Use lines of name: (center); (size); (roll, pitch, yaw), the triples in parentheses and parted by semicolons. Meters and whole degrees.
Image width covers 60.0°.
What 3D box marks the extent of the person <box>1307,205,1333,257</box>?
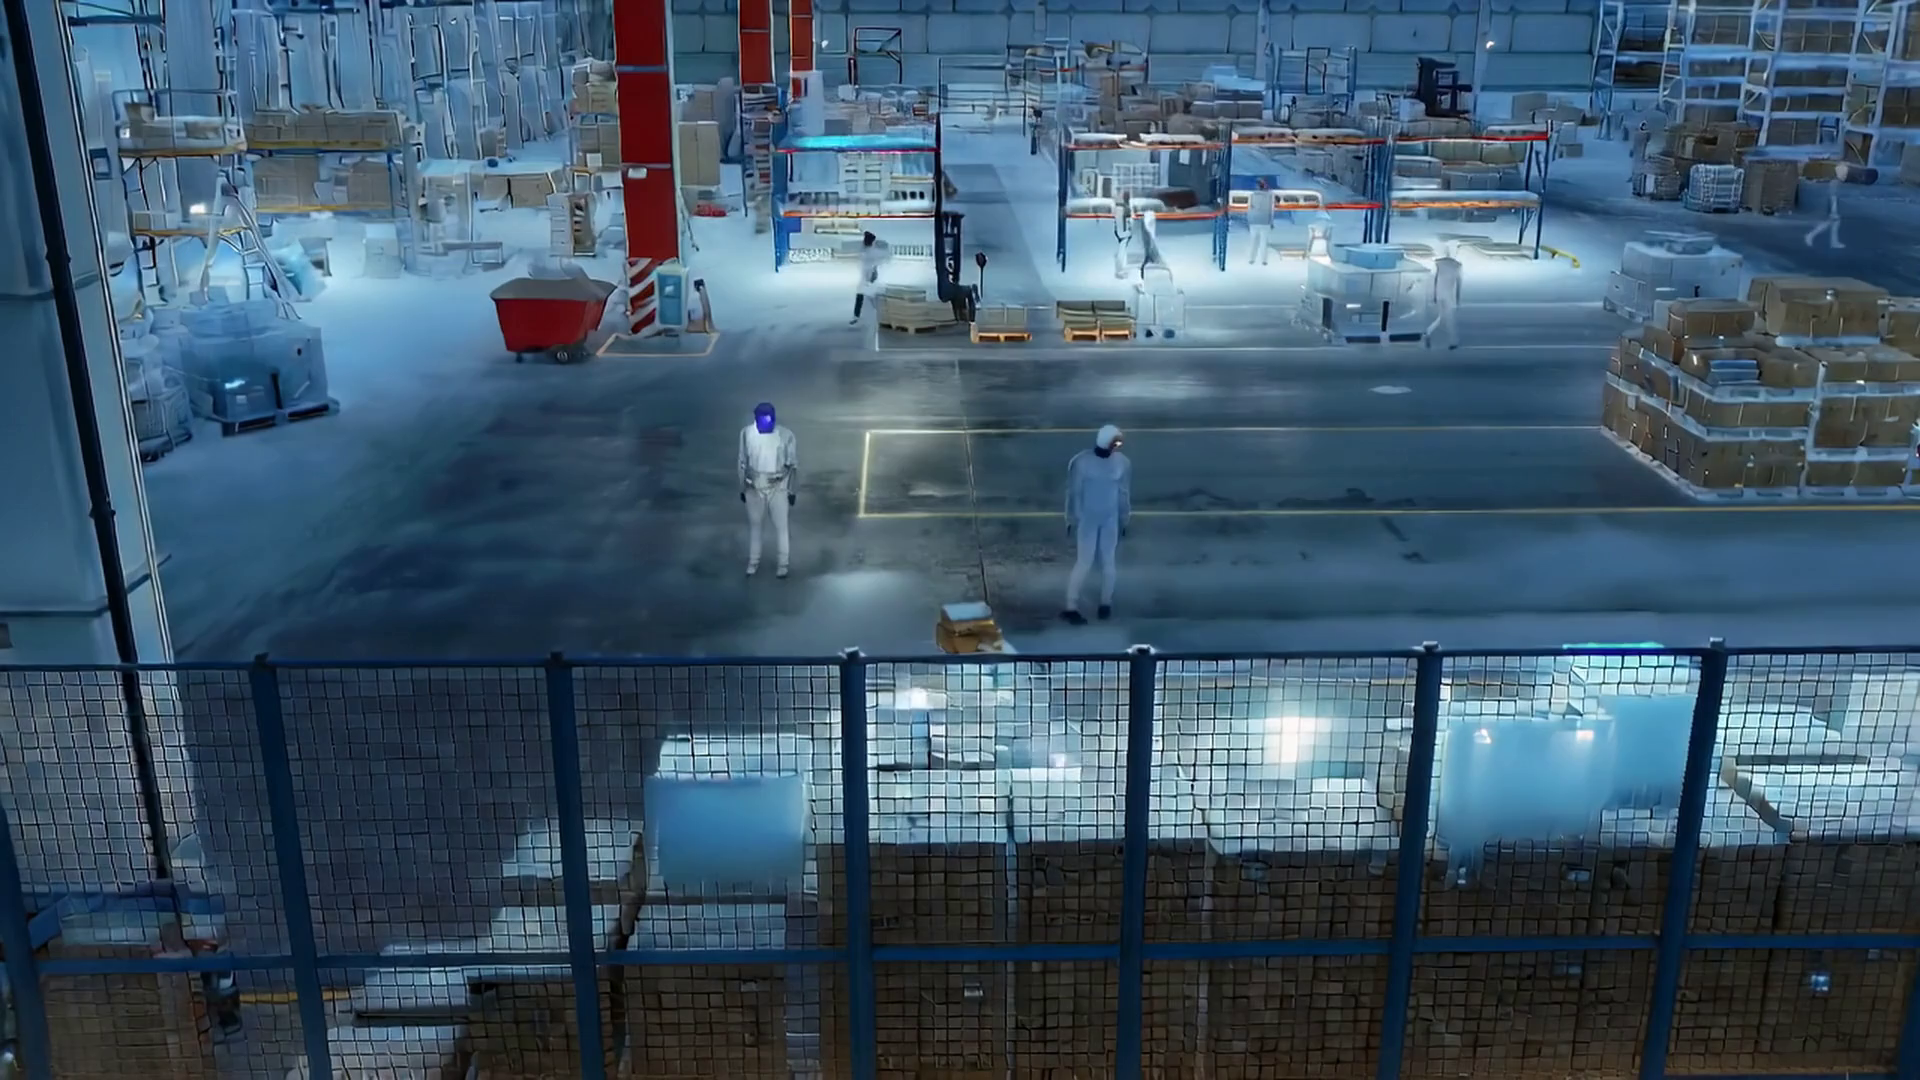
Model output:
person: (6.991, -5.644, 32.366); (0.484, 1.745, 0.296); (1, 19, 4)

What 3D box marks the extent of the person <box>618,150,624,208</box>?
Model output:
person: (-8.870, -9.850, 44.539); (0.550, 1.942, 0.346); (-8, 20, -24)

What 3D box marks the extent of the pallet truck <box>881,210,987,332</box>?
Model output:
pallet truck: (-0.493, -4.759, 29.349); (1.885, 1.965, 0.823); (-13, 23, -34)

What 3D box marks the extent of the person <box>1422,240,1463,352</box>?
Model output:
person: (7.984, -4.001, 27.363); (0.541, 1.840, 0.766); (18, 25, 42)

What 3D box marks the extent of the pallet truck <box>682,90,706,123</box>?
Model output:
pallet truck: (-9.671, -15.907, 62.421); (0.823, 1.965, 1.885); (5, 19, 15)

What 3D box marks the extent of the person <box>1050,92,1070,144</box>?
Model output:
person: (3.843, -15.789, 62.227); (0.875, 1.910, 0.637); (-10, 21, -28)

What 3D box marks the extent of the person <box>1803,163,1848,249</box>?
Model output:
person: (19.841, -7.622, 37.942); (0.836, 1.942, 0.607); (9, 21, 26)

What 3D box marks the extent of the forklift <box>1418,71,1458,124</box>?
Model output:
forklift: (17.058, -15.224, 59.034); (1.129, 2.768, 1.873); (-1, 19, -2)

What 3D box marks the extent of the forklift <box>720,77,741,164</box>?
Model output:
forklift: (-7.576, -13.878, 55.042); (1.873, 2.768, 1.129); (-1, 19, -1)

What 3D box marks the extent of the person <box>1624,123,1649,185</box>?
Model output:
person: (20.371, -11.597, 49.916); (1.003, 1.825, 0.540); (-10, 21, -28)

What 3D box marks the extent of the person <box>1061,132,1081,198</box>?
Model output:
person: (3.050, -10.363, 46.209); (0.604, 1.836, 0.931); (-10, 21, -28)

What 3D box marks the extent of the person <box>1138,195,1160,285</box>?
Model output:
person: (3.849, -5.965, 33.231); (0.713, 1.807, 0.551); (-7, 20, -20)

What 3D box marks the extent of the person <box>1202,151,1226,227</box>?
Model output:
person: (6.281, -8.595, 40.877); (0.953, 1.895, 0.634); (-12, 22, -32)

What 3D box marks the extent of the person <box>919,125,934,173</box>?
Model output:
person: (-1.082, -12.062, 51.584); (0.523, 1.621, 0.629); (-7, 20, -20)

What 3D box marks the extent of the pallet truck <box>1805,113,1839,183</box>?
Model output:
pallet truck: (26.403, -11.957, 50.702); (0.823, 1.965, 1.885); (6, 19, 16)

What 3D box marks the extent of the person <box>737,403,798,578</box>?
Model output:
person: (-1.965, -0.510, 16.992); (0.624, 1.841, 0.430); (3, 19, 8)

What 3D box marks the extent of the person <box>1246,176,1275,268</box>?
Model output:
person: (6.391, -6.777, 35.457); (0.595, 1.922, 0.385); (2, 19, 6)

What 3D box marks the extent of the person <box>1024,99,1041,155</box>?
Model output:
person: (2.555, -14.551, 58.584); (0.561, 1.886, 1.014); (-2, 19, -7)

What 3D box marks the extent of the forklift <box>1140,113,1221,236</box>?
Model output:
forklift: (5.398, -8.829, 40.064); (1.873, 2.768, 1.129); (-13, 23, -34)

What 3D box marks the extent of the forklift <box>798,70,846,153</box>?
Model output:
forklift: (-5.084, -15.224, 59.033); (1.873, 2.768, 1.129); (-10, 21, -26)

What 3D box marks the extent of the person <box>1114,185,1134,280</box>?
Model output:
person: (3.369, -6.296, 34.032); (0.392, 1.919, 0.591); (9, 21, 26)

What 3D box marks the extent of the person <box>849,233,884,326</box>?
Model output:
person: (-1.583, -4.655, 29.596); (0.527, 1.644, 0.883); (13, 23, 34)

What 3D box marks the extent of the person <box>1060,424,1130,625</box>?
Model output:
person: (1.289, -0.157, 15.842); (0.744, 1.906, 0.487); (-6, 20, -17)

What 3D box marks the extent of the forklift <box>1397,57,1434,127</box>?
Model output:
forklift: (19.193, -18.499, 68.751); (1.873, 2.768, 1.129); (-1, 19, -1)
